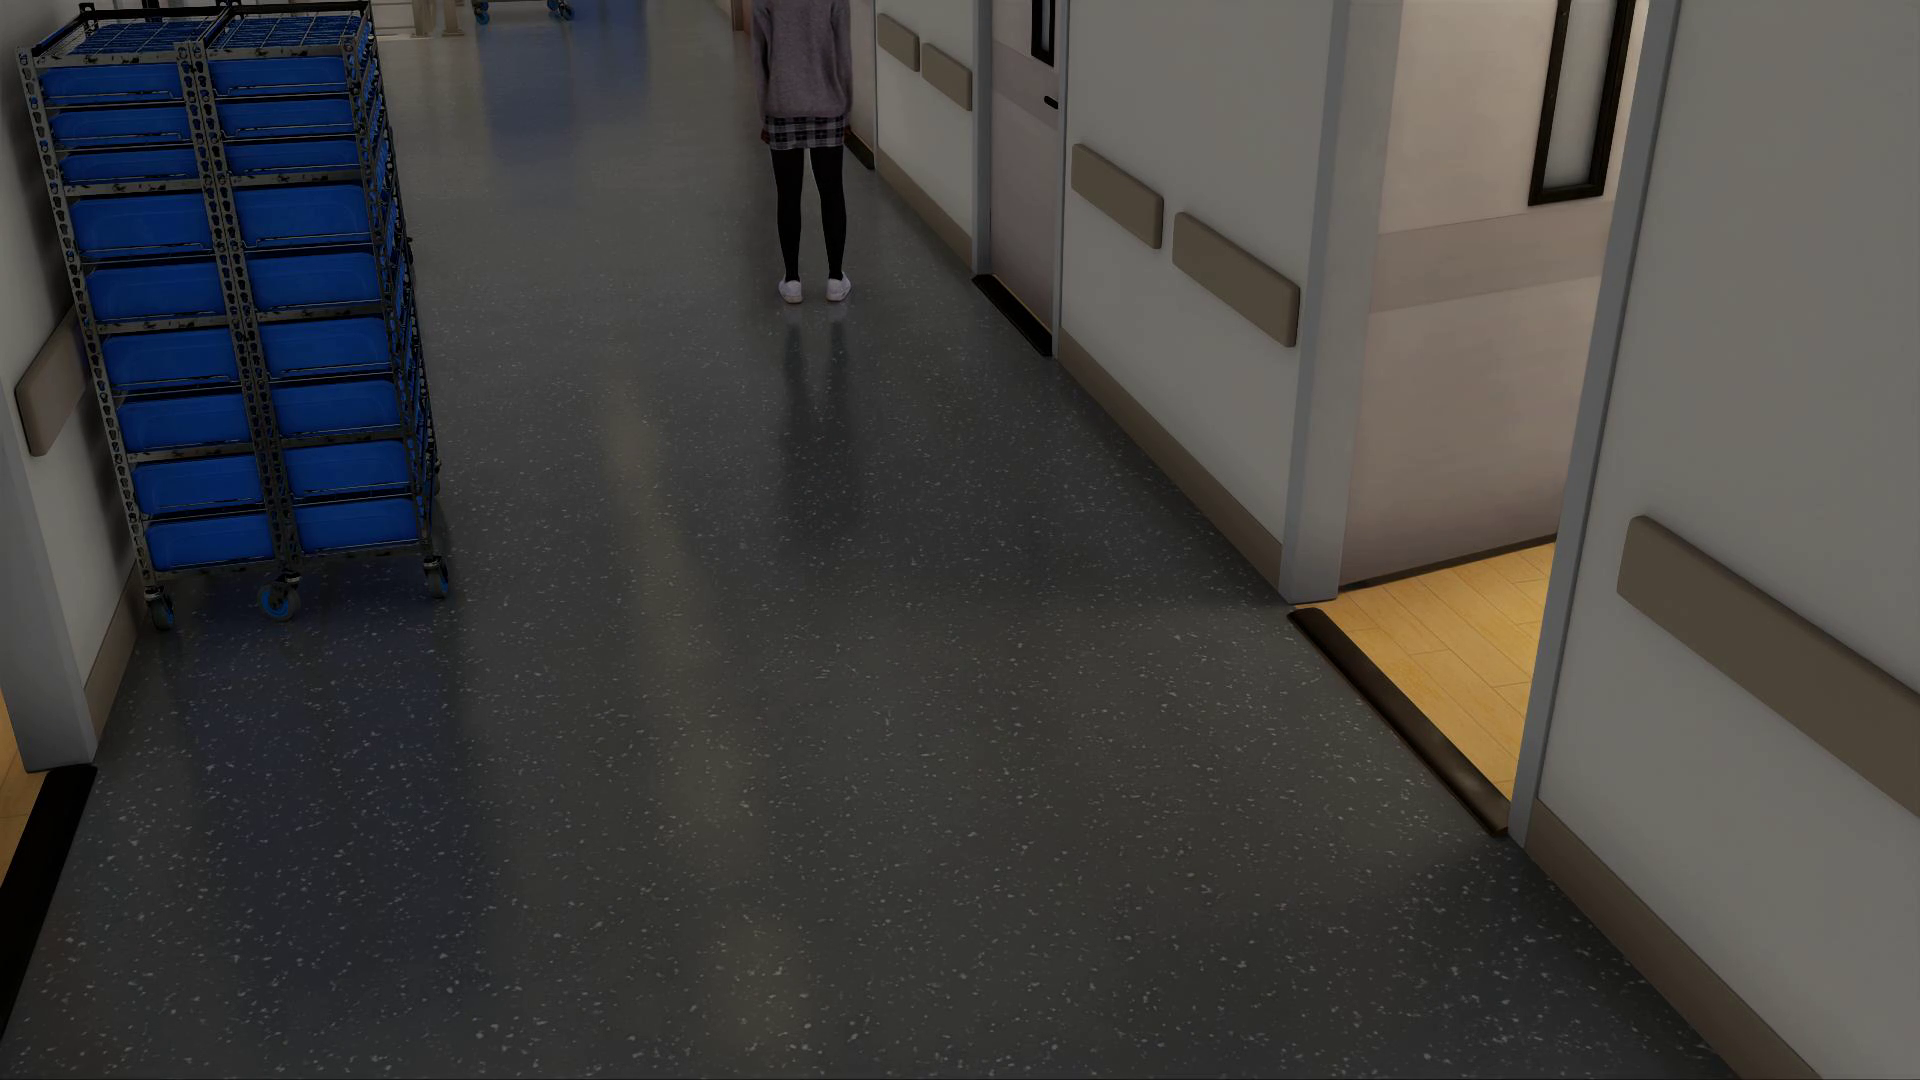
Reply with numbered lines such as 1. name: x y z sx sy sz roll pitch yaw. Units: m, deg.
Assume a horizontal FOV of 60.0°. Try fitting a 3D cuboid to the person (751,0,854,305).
1. person: -0.720 -1.987 7.752 0.644 1.772 0.584 -3 26 -6
